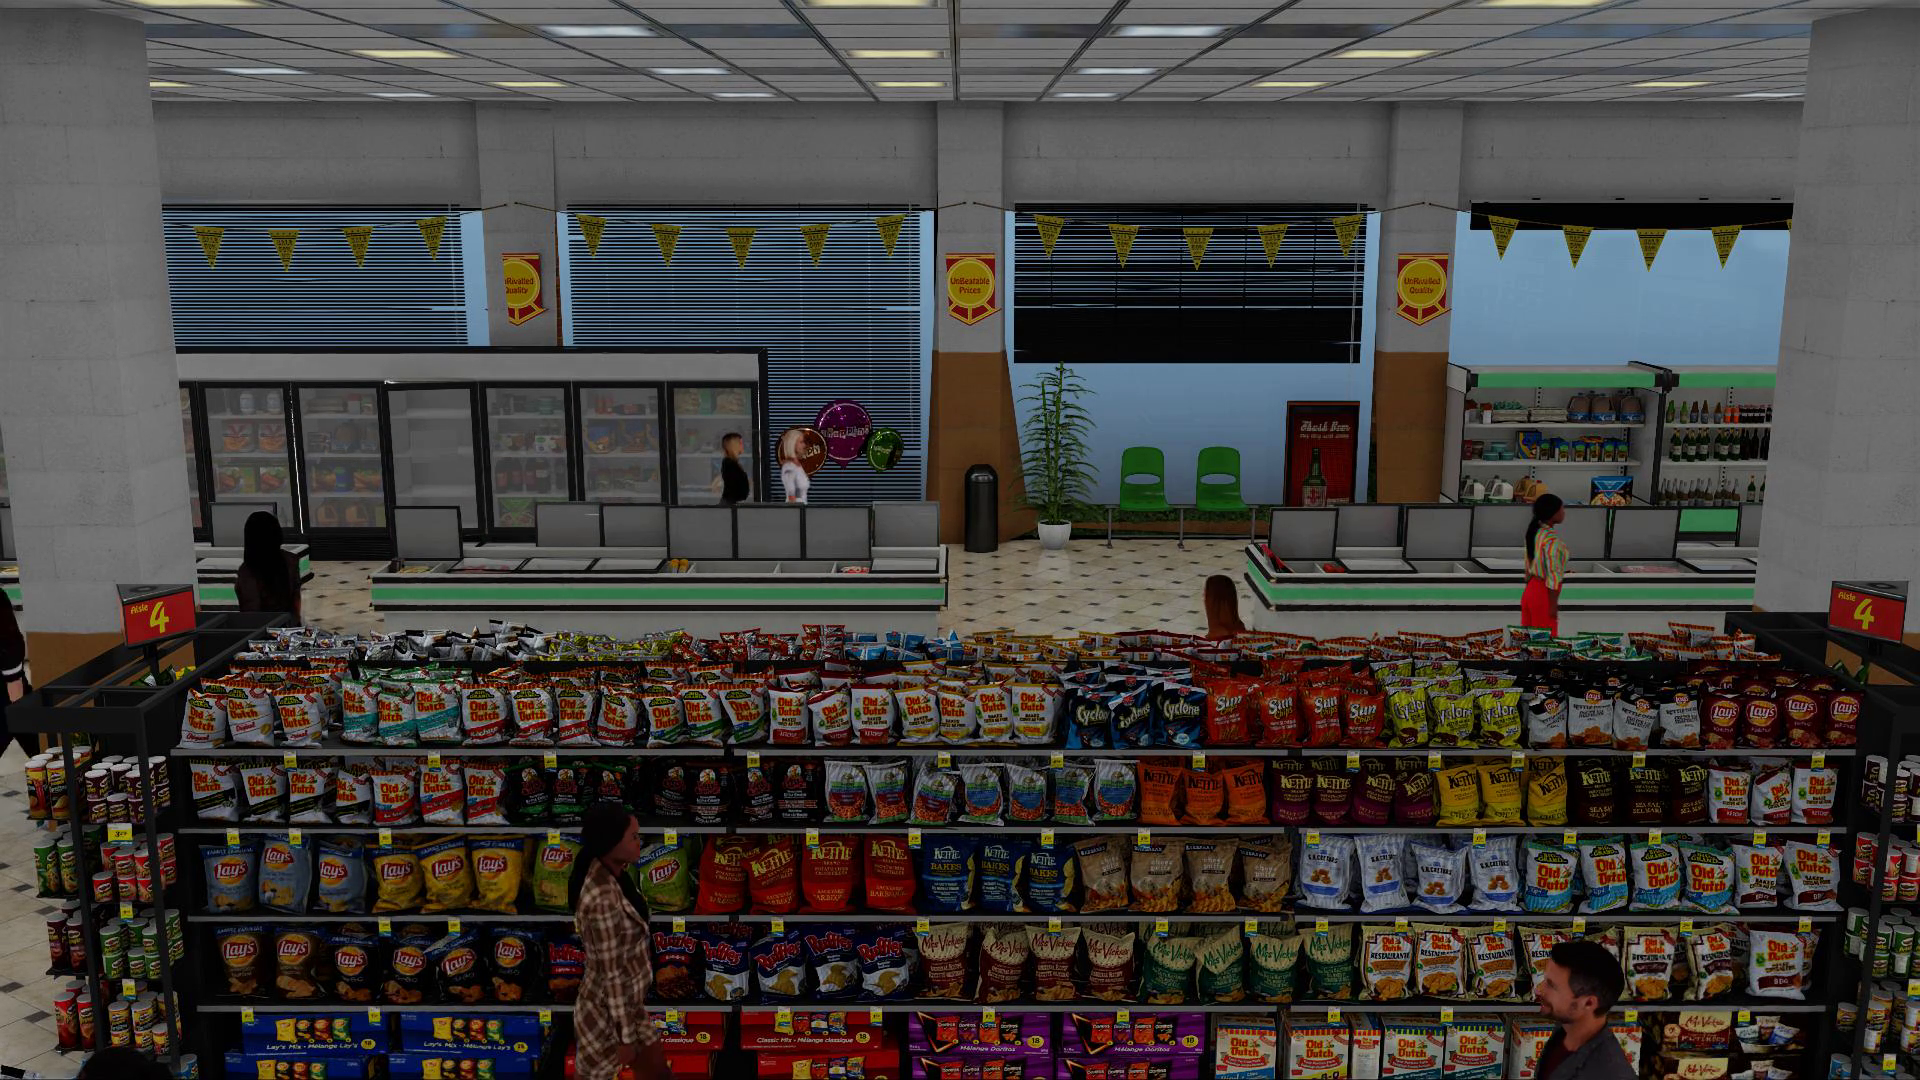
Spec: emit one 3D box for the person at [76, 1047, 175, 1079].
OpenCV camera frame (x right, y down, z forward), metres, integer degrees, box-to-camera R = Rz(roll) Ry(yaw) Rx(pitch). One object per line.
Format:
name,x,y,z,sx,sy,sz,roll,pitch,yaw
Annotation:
person,-2.341,2.248,4.783,0.556,1.698,0.585,0,12,-2

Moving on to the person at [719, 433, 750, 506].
person,-2.392,-0.226,16.733,1.110,1.617,0.828,-4,12,-18

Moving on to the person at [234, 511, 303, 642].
person,-4.849,0.703,11.777,0.754,1.841,0.741,6,13,27

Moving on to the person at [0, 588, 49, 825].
person,-5.919,1.081,10.569,1.140,1.599,0.902,-5,13,-23

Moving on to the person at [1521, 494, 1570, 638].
person,4.446,0.524,12.742,0.565,1.793,0.632,-2,12,-7

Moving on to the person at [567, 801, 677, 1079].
person,-1.438,1.879,6.411,1.077,1.751,0.617,0,12,-1

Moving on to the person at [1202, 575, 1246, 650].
person,1.705,1.083,10.337,1.153,1.690,0.846,4,12,18

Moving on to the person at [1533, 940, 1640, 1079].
person,1.962,2.112,5.108,1.236,1.832,0.783,1,12,6

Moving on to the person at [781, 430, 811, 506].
person,-1.637,-0.216,16.362,0.511,1.749,0.567,1,12,3
